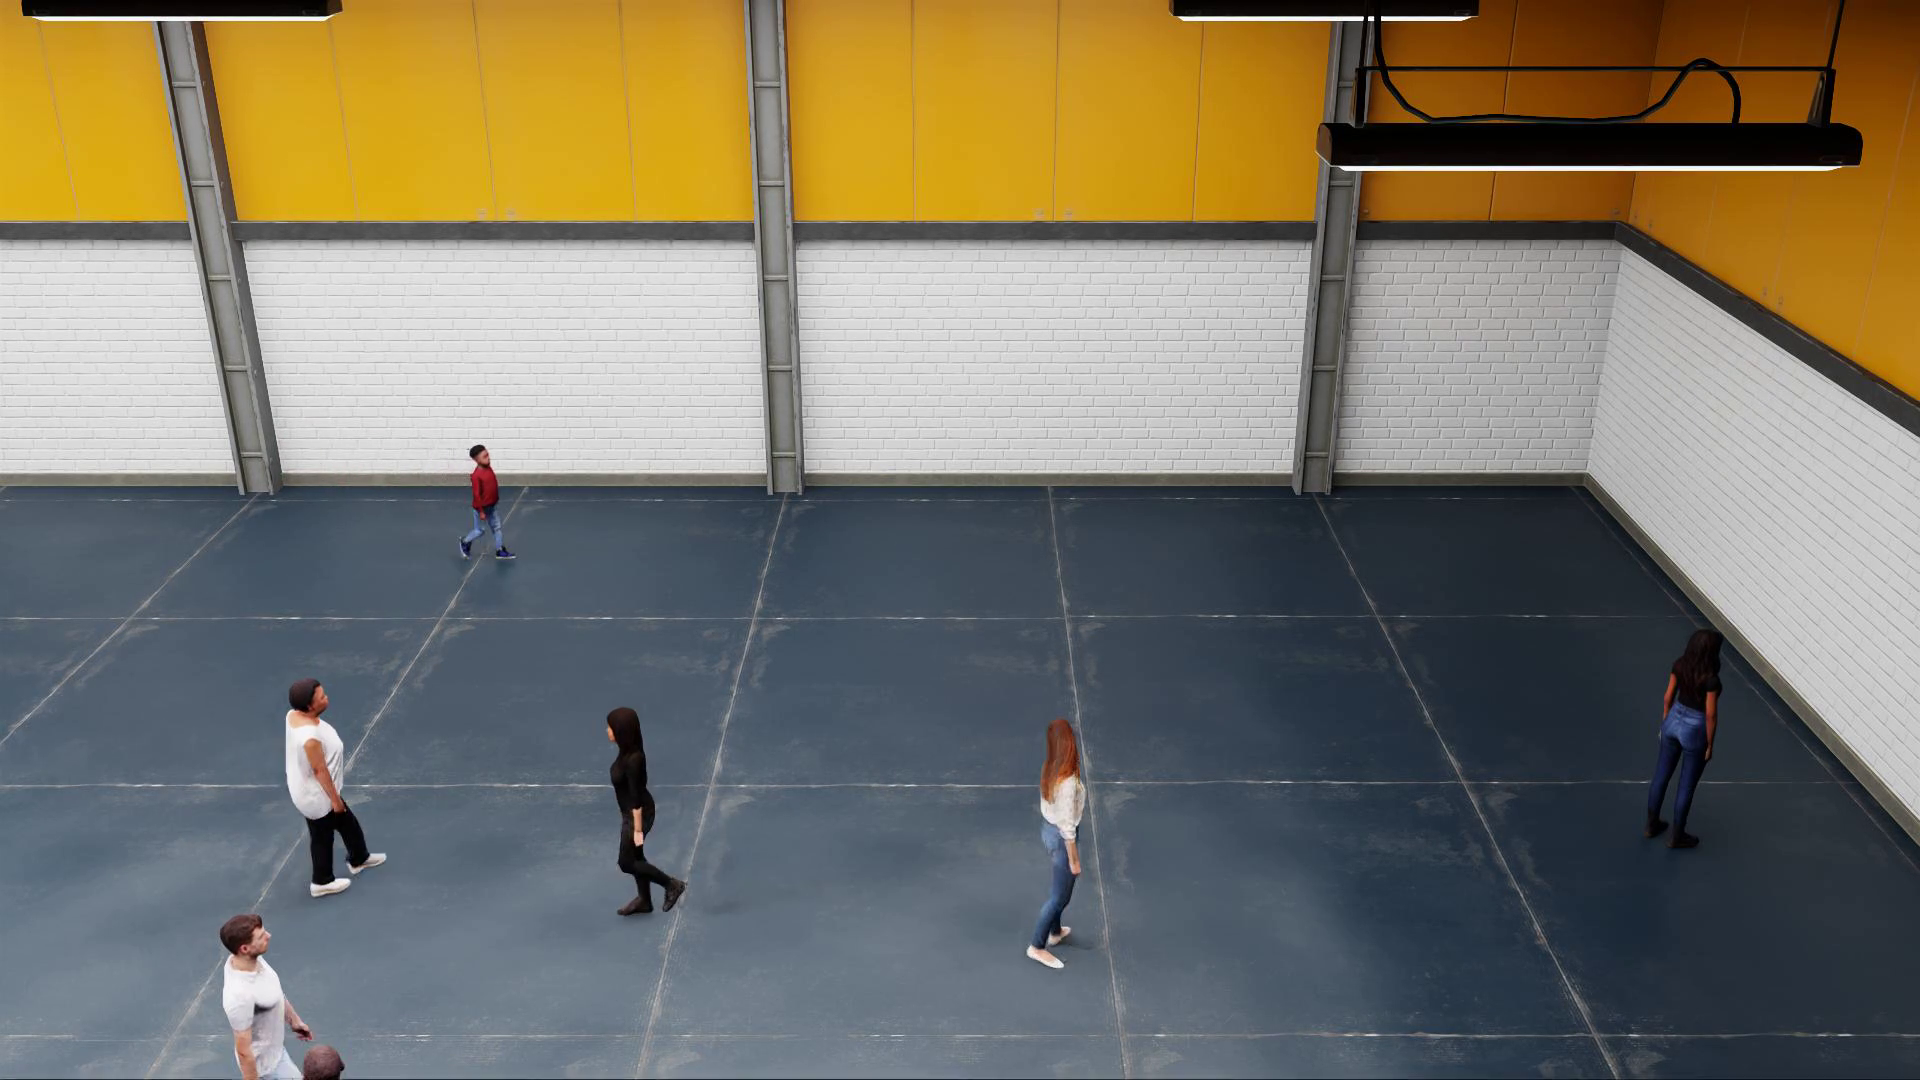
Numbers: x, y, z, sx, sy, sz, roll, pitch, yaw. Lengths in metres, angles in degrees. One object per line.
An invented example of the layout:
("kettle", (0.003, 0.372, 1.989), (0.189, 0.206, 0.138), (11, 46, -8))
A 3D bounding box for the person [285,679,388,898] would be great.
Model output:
("person", (-4.537, 1.743, 11.616), (0.943, 1.672, 0.854), (-12, 26, -26))

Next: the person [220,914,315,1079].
("person", (-3.837, 2.820, 8.951), (0.987, 1.834, 0.860), (-11, 26, -23))

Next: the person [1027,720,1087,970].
("person", (0.639, 1.994, 10.999), (0.668, 1.707, 0.690), (2, 24, 5))

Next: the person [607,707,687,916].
("person", (-2.139, 1.877, 11.366), (0.787, 1.628, 0.697), (-7, 25, -16))

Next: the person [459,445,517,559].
("person", (-4.904, -0.368, 16.988), (0.853, 1.239, 0.674), (9, 25, 19))

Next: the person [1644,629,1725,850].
("person", (5.328, 1.443, 12.221), (0.690, 1.738, 0.663), (-14, 27, -29))
